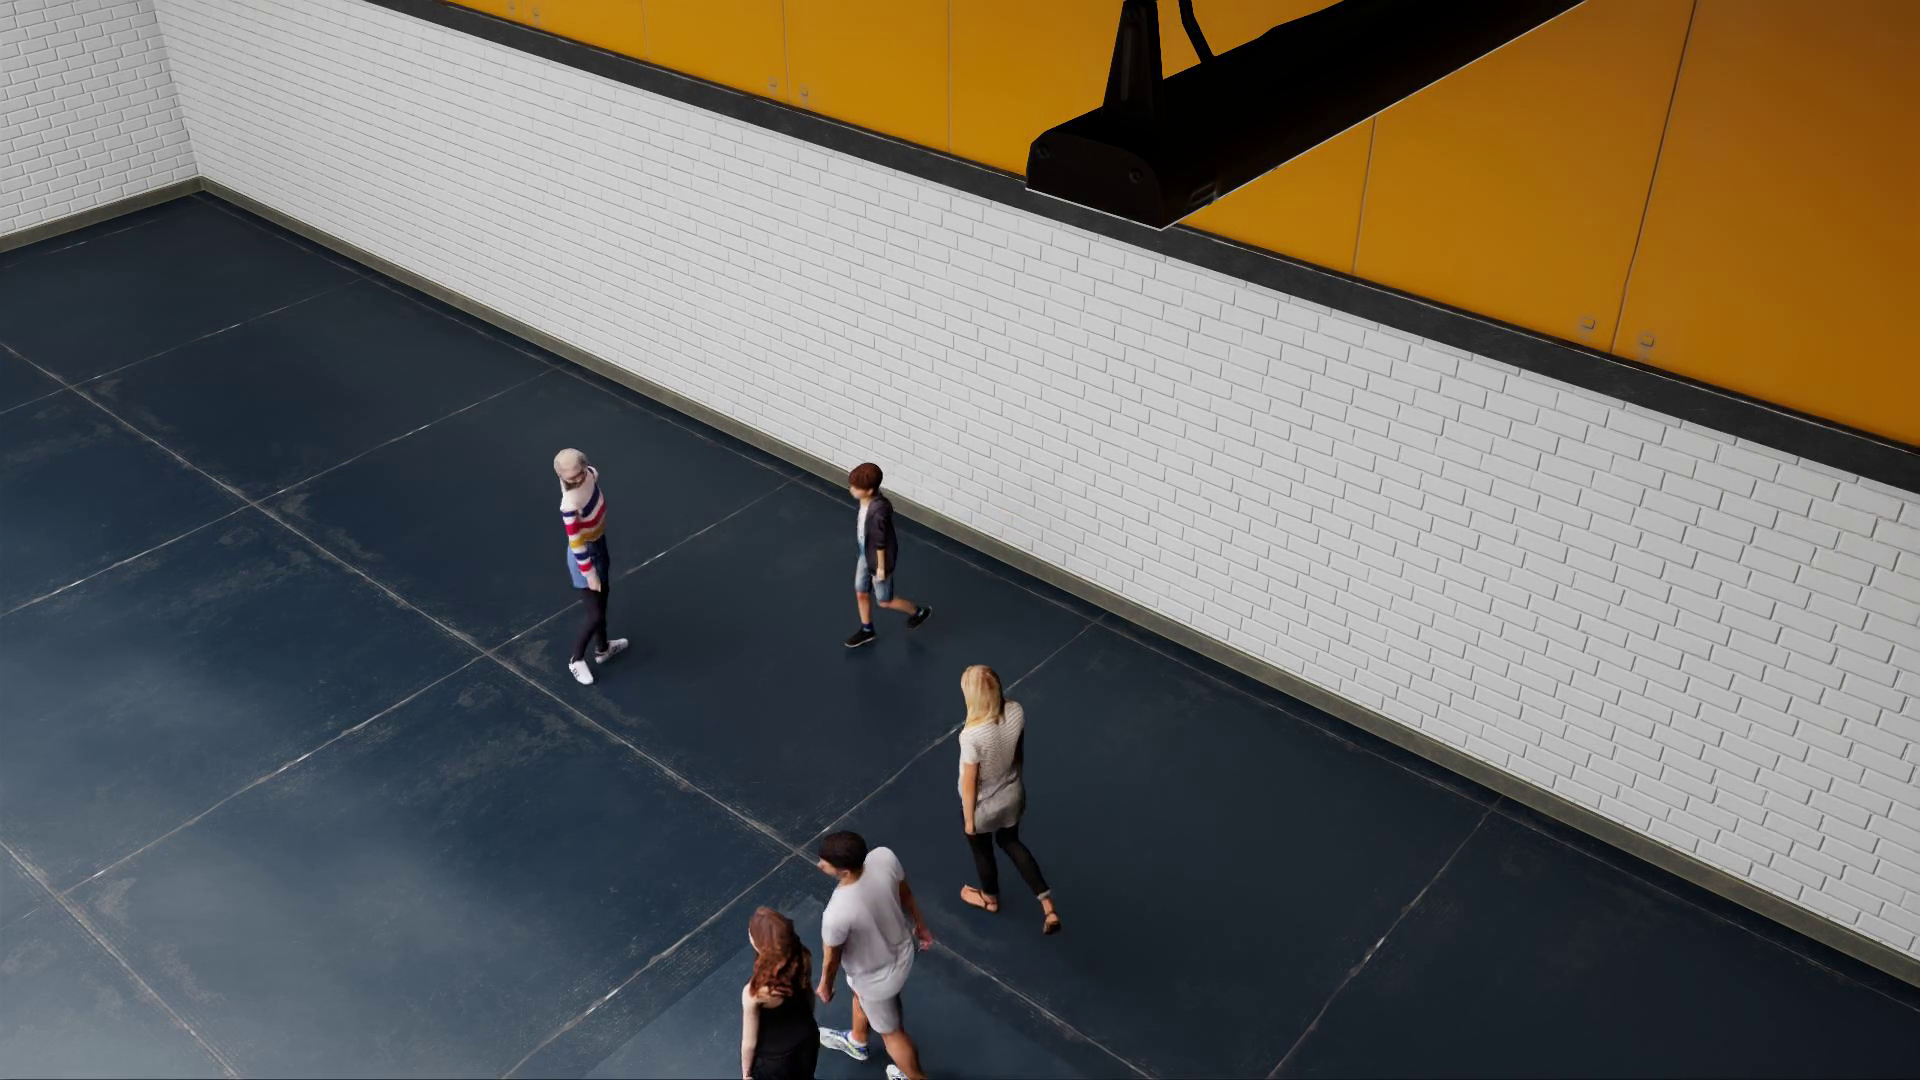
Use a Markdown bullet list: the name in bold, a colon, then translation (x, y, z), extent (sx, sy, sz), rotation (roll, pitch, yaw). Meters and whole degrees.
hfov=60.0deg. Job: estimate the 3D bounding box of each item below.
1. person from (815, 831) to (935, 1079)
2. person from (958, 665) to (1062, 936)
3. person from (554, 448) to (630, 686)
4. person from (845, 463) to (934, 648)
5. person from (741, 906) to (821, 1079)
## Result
- **person**: translation (-0.328, 2.045, 7.956), extent (0.958, 1.796, 0.988), rotation (23, 40, 30)
- **person**: translation (0.240, 1.444, 8.858), extent (0.922, 1.798, 0.712), rotation (-26, 42, -34)
- **person**: translation (-2.435, 0.078, 10.931), extent (0.854, 1.778, 0.768), rotation (-8, 34, -12)
- **person**: translation (-0.508, 0.103, 11.208), extent (0.920, 1.429, 0.734), rotation (-12, 36, -18)
- **person**: translation (-0.739, 2.344, 7.559), extent (0.660, 1.737, 0.751), rotation (26, 41, 33)
